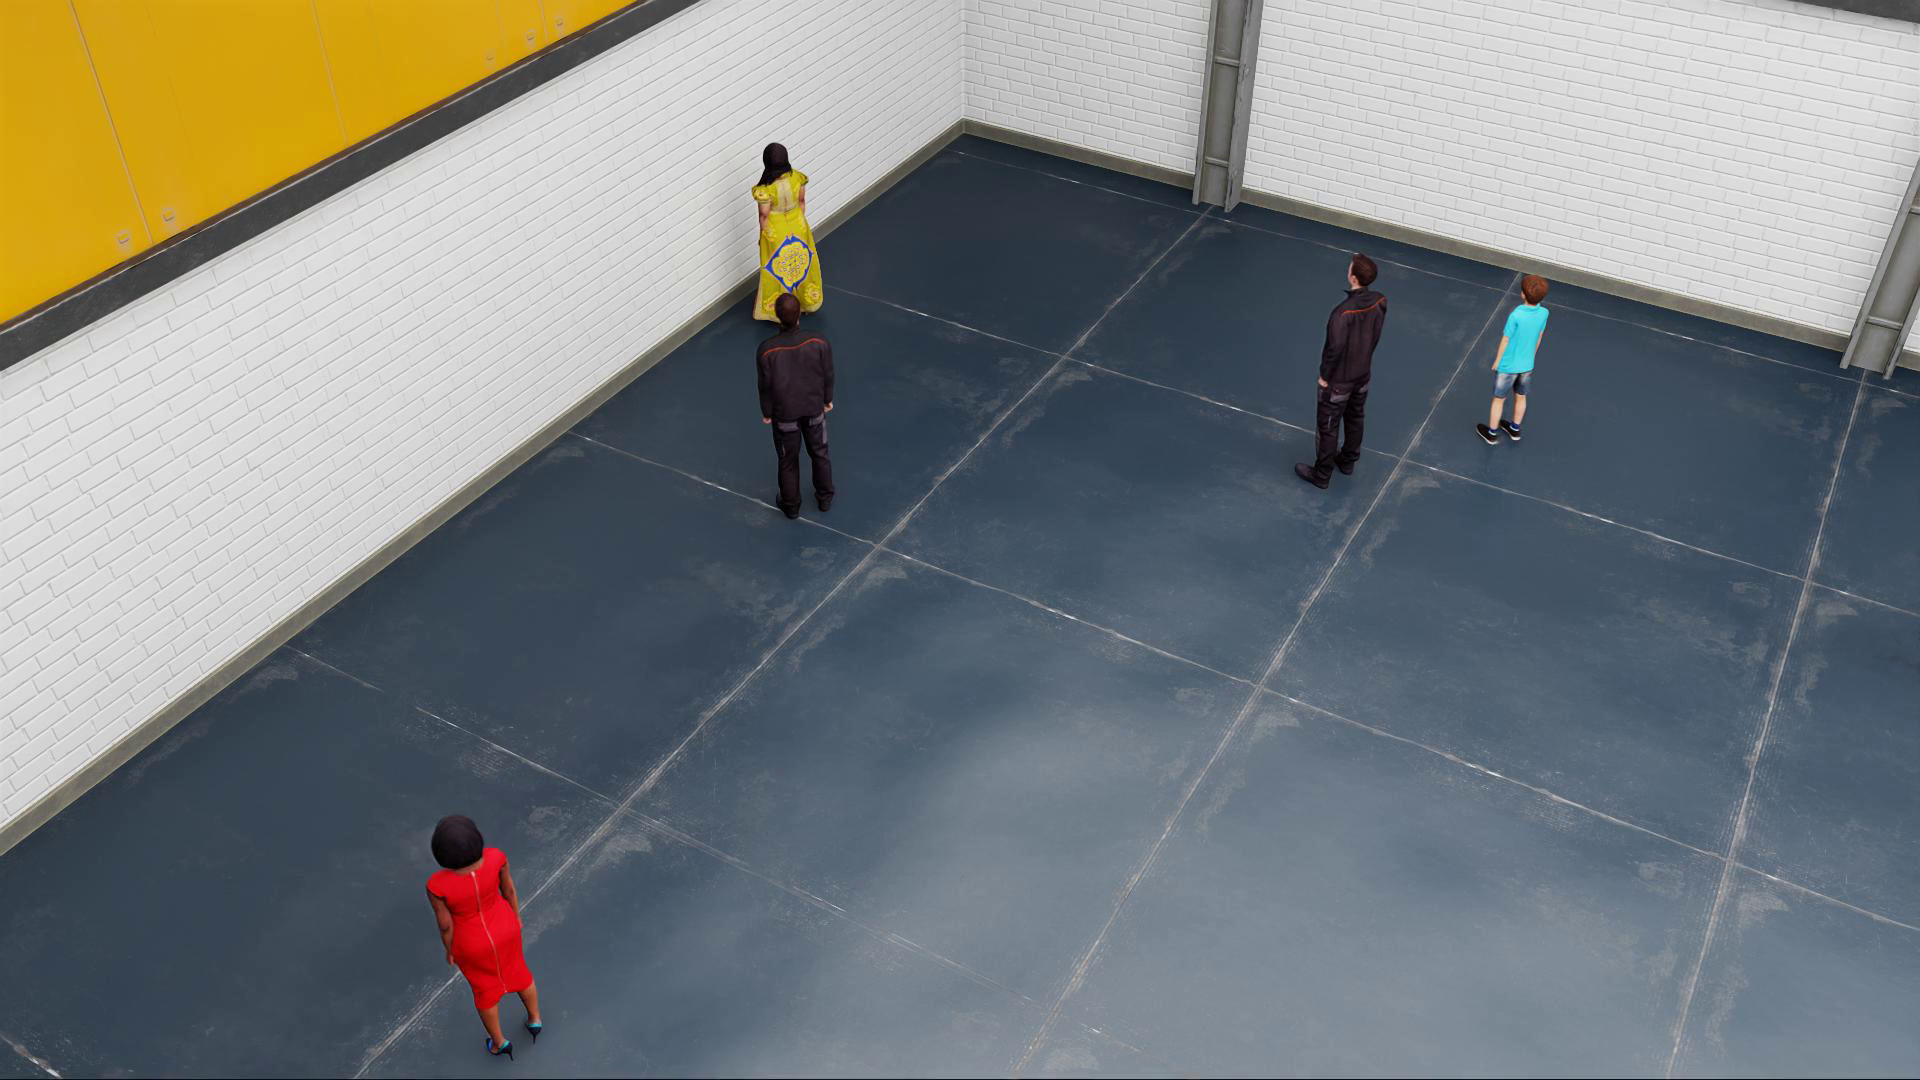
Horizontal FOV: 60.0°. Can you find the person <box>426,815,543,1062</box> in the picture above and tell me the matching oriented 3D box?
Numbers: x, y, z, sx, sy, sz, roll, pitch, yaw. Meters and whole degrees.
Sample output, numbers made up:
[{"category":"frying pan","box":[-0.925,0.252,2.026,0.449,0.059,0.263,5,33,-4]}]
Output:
[{"category":"person","box":[-2.396,2.015,8.408,0.632,1.745,0.617,-25,45,-28]}]

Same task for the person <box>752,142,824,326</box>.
[{"category":"person","box":[-1.523,-2.646,14.313,0.971,1.660,0.946,-26,45,-28]}]

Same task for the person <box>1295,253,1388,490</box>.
[{"category":"person","box":[2.871,-1.262,12.376,0.774,1.915,0.759,-23,44,-26]}]

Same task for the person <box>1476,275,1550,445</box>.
[{"category":"person","box":[4.334,-1.403,12.926,0.593,1.448,0.641,-13,40,-16]}]

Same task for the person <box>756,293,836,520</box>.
[{"category":"person","box":[-1.176,-0.961,12.059,0.788,1.840,0.826,-12,40,-15]}]
